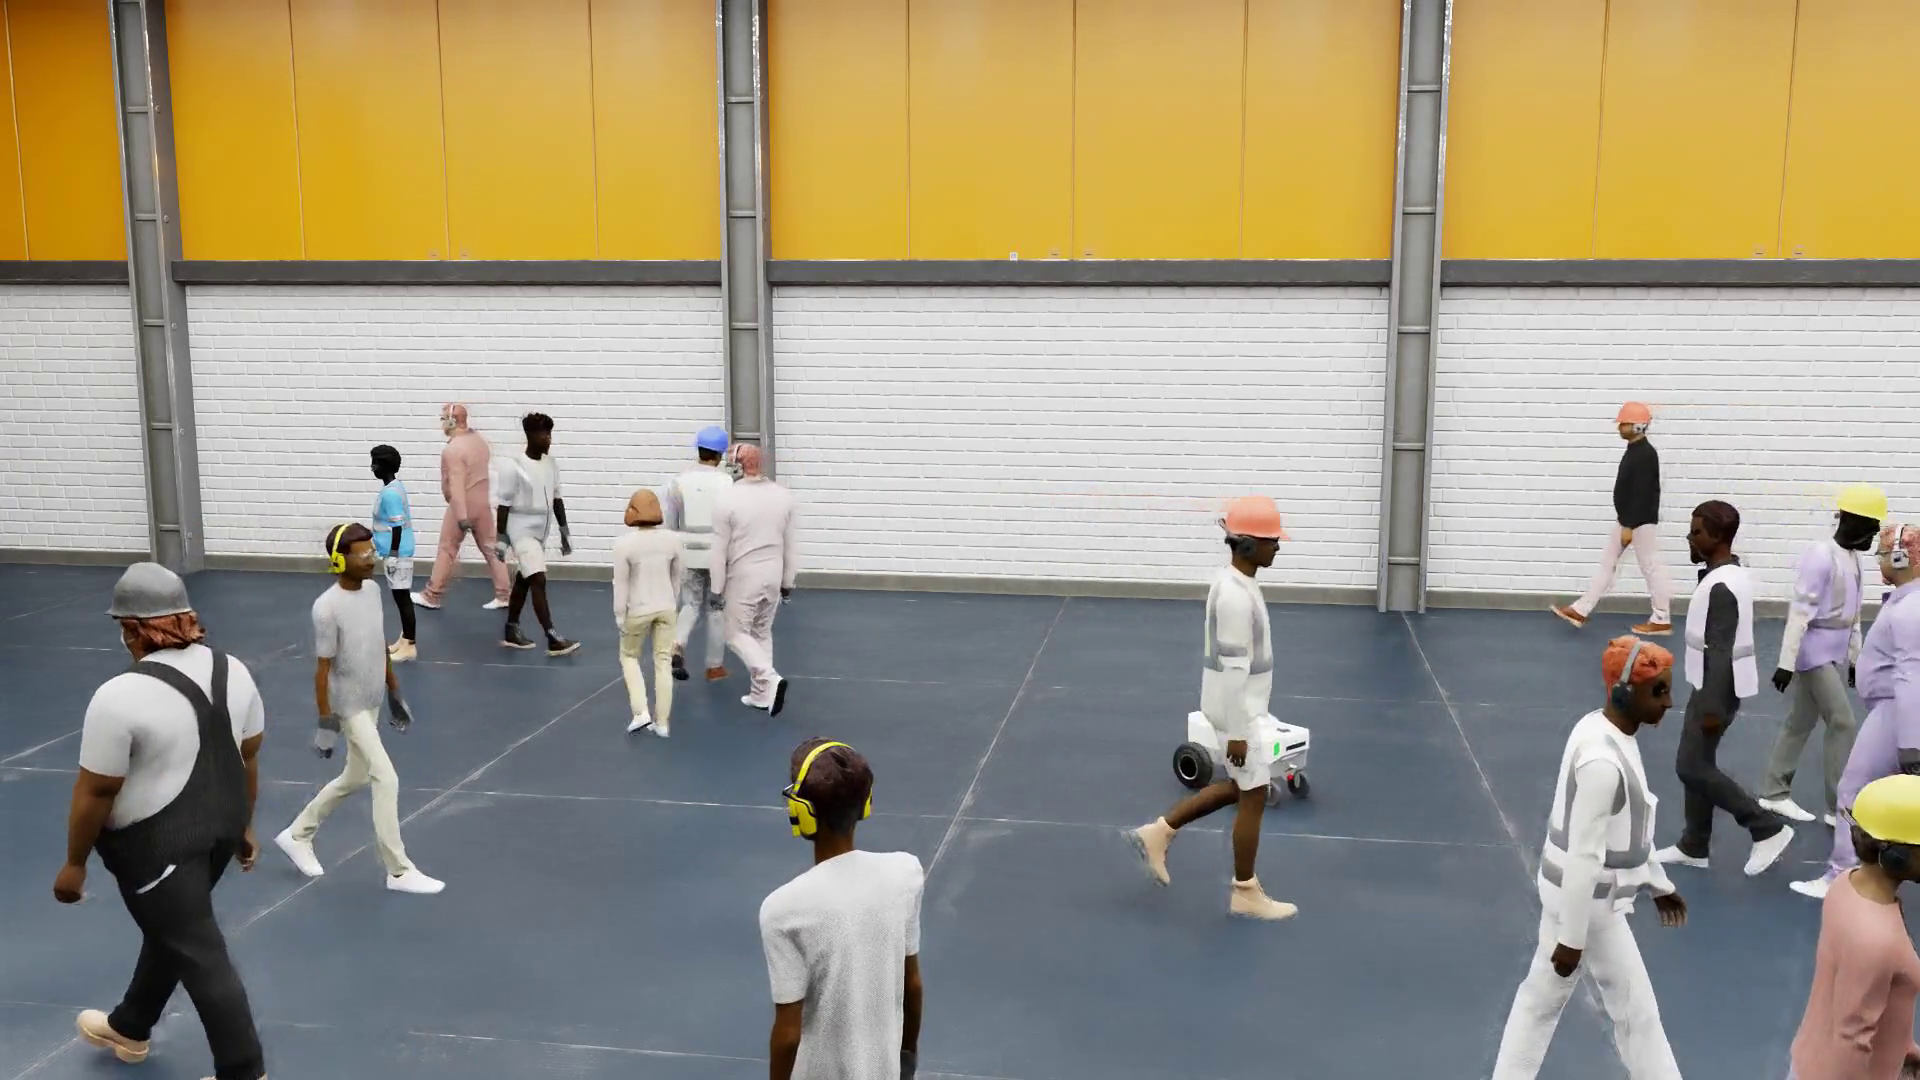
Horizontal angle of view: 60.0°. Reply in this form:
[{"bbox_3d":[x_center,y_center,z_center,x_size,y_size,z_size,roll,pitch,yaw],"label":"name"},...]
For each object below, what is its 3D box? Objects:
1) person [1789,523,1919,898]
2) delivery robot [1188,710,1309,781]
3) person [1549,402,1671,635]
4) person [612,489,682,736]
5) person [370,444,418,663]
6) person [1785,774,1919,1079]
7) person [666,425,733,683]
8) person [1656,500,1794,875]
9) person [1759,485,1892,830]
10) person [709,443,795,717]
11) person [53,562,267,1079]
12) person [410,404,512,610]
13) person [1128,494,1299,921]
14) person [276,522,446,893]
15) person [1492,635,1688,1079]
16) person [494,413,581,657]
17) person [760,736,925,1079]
[{"bbox_3d":[4.552,0.852,7.838,0.913,1.866,0.647,8,12,40],"label":"person"},{"bbox_3d":[1.672,1.153,9.667,0.477,0.478,0.707,-8,12,-41],"label":"delivery robot"},{"bbox_3d":[5.491,-0.171,13.832,0.990,1.942,0.647,1,9,7],"label":"person"},{"bbox_3d":[-2.032,0.479,10.833,0.493,1.620,0.352,-6,11,-31],"label":"person"},{"bbox_3d":[-4.399,0.099,12.931,0.318,1.698,0.539,-3,10,-18],"label":"person"},{"bbox_3d":[2.422,1.455,4.524,0.930,1.719,0.538,3,10,18],"label":"person"},{"bbox_3d":[-1.861,0.135,12.070,0.614,1.922,0.624,2,9,11],"label":"person"},{"bbox_3d":[3.817,0.751,8.292,0.573,1.907,0.591,4,10,25],"label":"person"},{"bbox_3d":[4.771,0.644,9.000,0.794,1.885,0.627,8,12,42],"label":"person"},{"bbox_3d":[-1.372,0.280,11.260,0.660,1.880,0.657,-9,13,-43],"label":"person"},{"bbox_3d":[-2.934,1.041,6.079,1.017,2.000,0.692,3,10,15],"label":"person"},{"bbox_3d":[-4.446,-0.286,14.829,0.980,1.854,0.653,2,9,14],"label":"person"},{"bbox_3d":[1.210,0.779,7.790,0.721,2.023,0.608,2,9,10],"label":"person"},{"bbox_3d":[-3.000,0.809,8.135,0.892,1.843,0.511,1,9,7],"label":"person"},{"bbox_3d":[2.242,1.223,5.552,0.959,1.835,0.564,3,10,16],"label":"person"},{"bbox_3d":[-3.311,-0.047,13.173,0.958,1.915,0.608,4,10,21],"label":"person"},{"bbox_3d":[-0.310,1.417,4.280,0.517,1.873,0.327,-8,12,-40],"label":"person"}]
